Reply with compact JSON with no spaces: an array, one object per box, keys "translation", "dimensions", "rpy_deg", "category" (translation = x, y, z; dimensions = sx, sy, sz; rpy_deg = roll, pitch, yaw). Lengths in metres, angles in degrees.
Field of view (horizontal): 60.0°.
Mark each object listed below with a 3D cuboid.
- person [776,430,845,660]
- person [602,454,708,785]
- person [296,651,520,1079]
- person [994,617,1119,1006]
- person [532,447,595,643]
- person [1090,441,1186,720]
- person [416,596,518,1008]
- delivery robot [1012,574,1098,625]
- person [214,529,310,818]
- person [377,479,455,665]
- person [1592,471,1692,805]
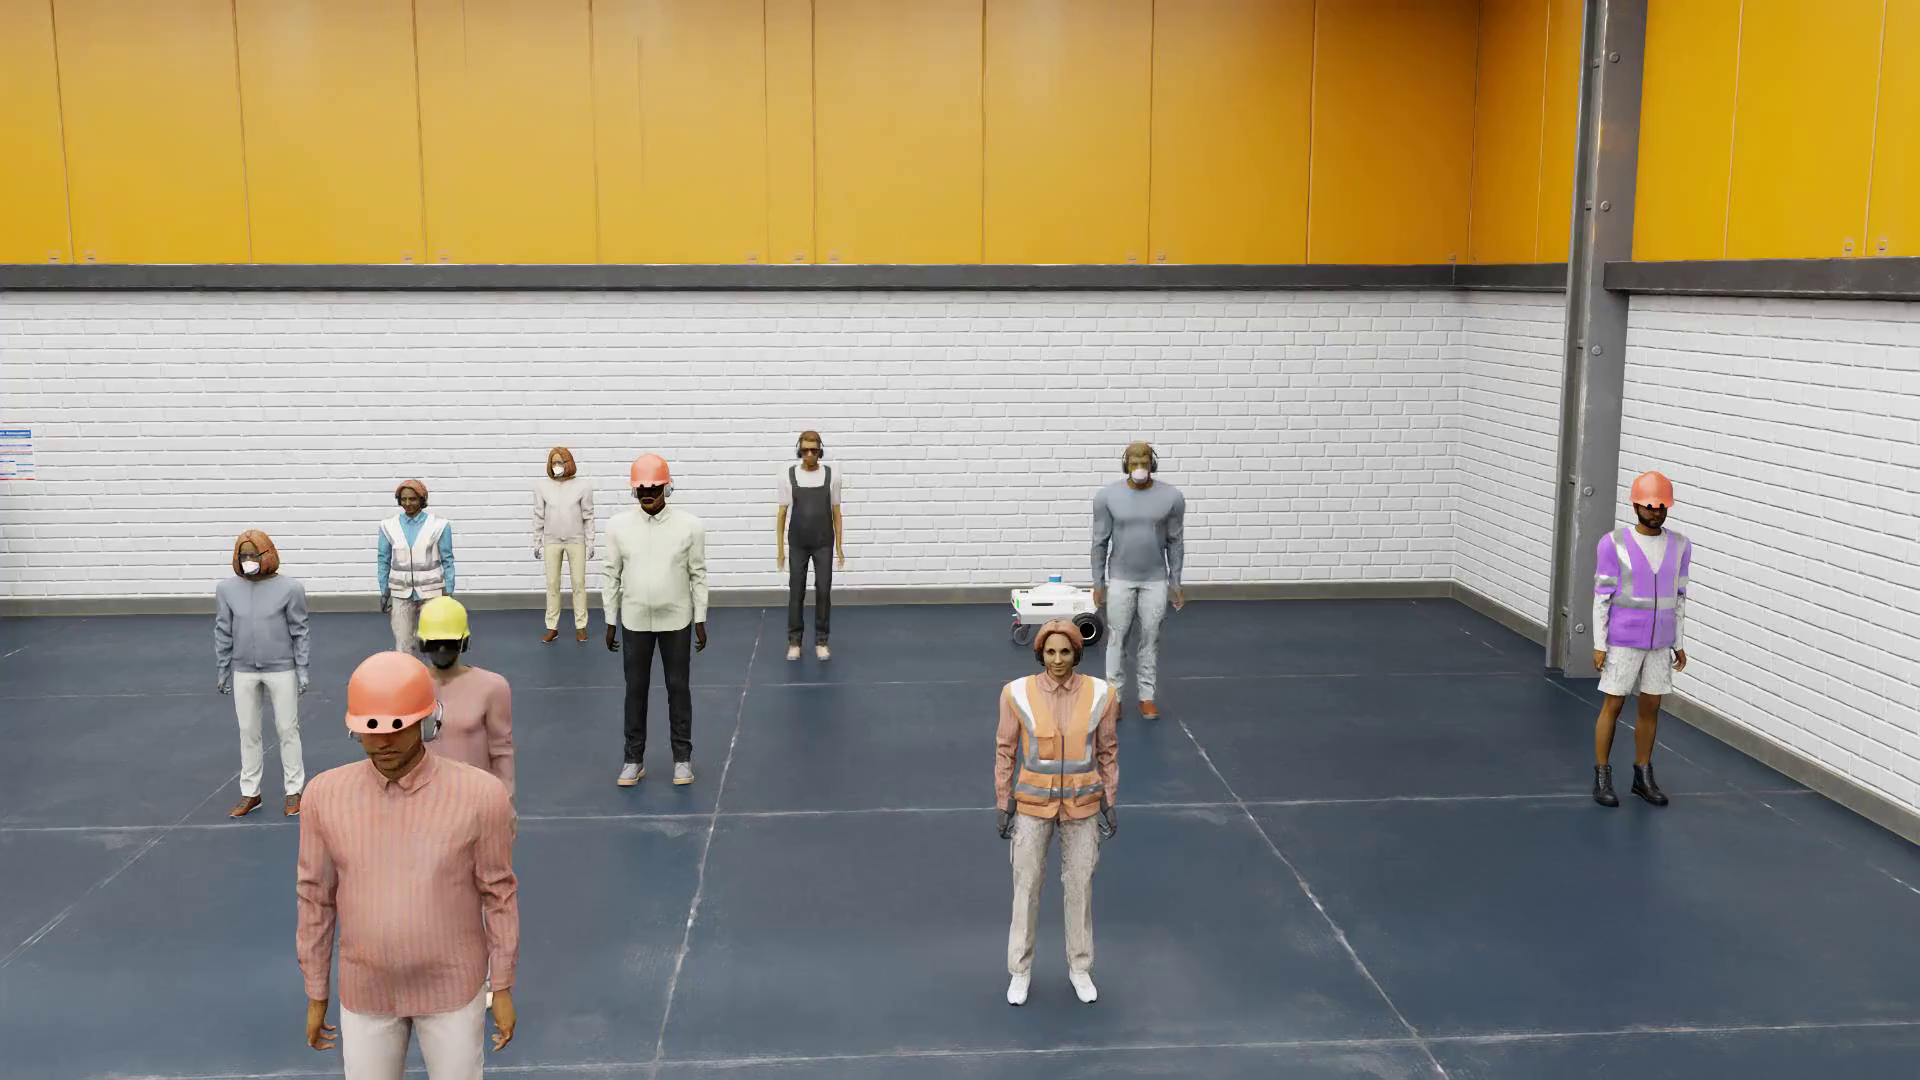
[{"translation":[-1.178,0.049,13.079],"dimensions":[0.550,1.829,0.407],"rpy_deg":[-1,9,-9],"category":"person"},{"translation":[-1.807,0.476,9.872],"dimensions":[0.622,1.992,0.396],"rpy_deg":[-1,9,-4],"category":"person"},{"translation":[-1.587,1.287,4.786],"dimensions":[0.622,1.990,0.402],"rpy_deg":[-1,9,-4],"category":"person"},{"translation":[0.403,1.123,6.921],"dimensions":[0.522,1.638,0.310],"rpy_deg":[-1,9,-4],"category":"person"},{"translation":[-3.272,0.038,13.753],"dimensions":[0.507,1.631,0.266],"rpy_deg":[-1,9,-4],"category":"person"},{"translation":[1.207,0.285,11.326],"dimensions":[0.636,1.928,0.423],"rpy_deg":[0,9,-1],"category":"person"},{"translation":[-2.088,1.088,6.808],"dimensions":[0.548,1.757,0.404],"rpy_deg":[-2,9,-13],"category":"person"},{"translation":[0.784,0.528,13.759],"dimensions":[0.707,0.478,0.477],"rpy_deg":[-1,9,-4],"category":"delivery robot"},{"translation":[-3.900,0.745,9.314],"dimensions":[0.507,1.630,0.268],"rpy_deg":[-1,9,-4],"category":"person"},{"translation":[-3.766,0.388,11.544],"dimensions":[0.522,1.636,0.310],"rpy_deg":[-1,9,-4],"category":"person"},{"translation":[3.892,0.566,9.487],"dimensions":[0.551,1.934,0.373],"rpy_deg":[-1,9,-4],"category":"person"}]
